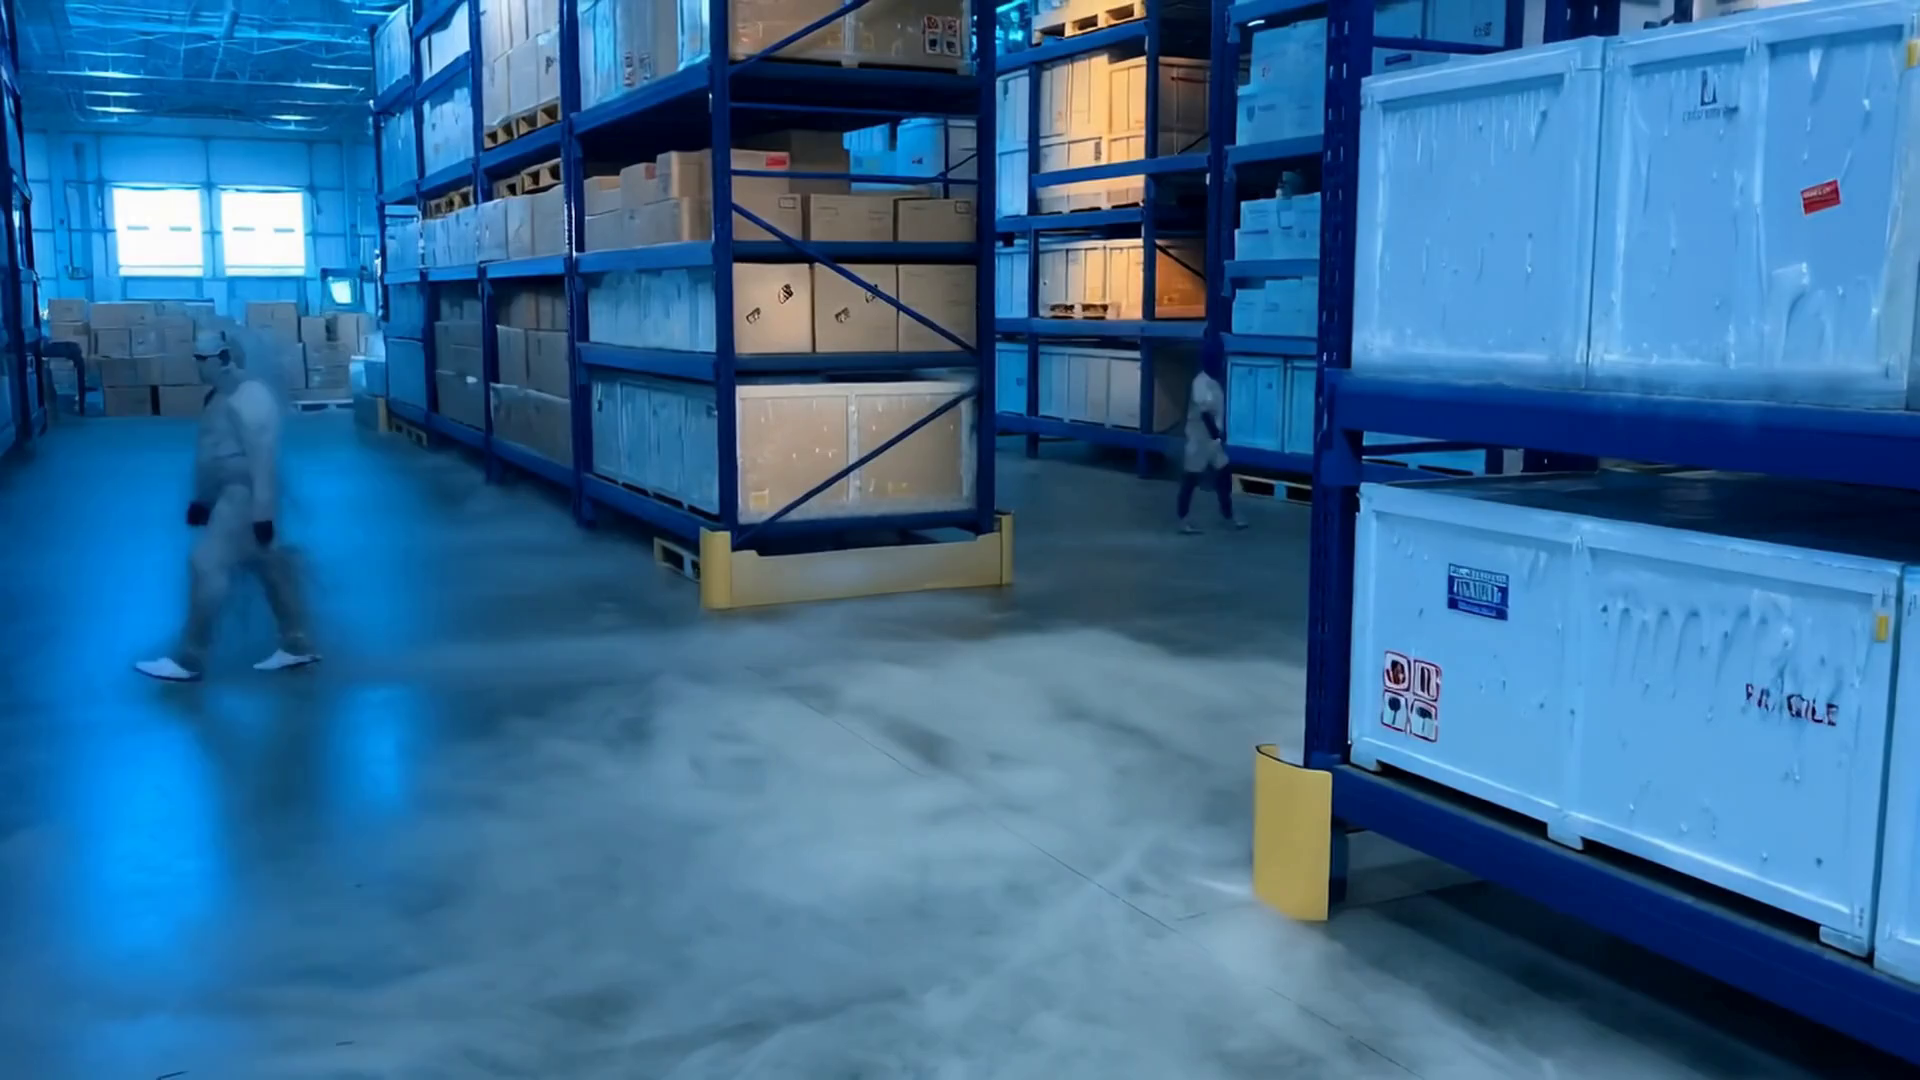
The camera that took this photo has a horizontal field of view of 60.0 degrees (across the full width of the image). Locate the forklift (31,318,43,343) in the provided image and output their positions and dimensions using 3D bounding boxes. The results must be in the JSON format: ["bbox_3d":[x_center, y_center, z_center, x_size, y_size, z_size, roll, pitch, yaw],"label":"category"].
[{"bbox_3d":[-30.587,-7.279,54.283,1.129,2.768,1.873,-4,9,-26],"label":"forklift"}]

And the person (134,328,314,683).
[{"bbox_3d":[-3.945,-0.180,8.838,0.957,1.864,0.667,-4,9,-25],"label":"person"}]

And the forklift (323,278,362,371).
[{"bbox_3d":[-16.624,-5.900,44.776,1.129,2.768,1.873,-5,9,-29],"label":"forklift"}]

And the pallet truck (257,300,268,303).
[{"bbox_3d":[-23.913,-7.404,58.171,1.885,1.965,0.823,-1,8,-9],"label":"pallet truck"}]

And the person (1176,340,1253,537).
[{"bbox_3d":[2.169,-0.841,14.036,0.735,1.667,0.540,4,9,25],"label":"person"}]
